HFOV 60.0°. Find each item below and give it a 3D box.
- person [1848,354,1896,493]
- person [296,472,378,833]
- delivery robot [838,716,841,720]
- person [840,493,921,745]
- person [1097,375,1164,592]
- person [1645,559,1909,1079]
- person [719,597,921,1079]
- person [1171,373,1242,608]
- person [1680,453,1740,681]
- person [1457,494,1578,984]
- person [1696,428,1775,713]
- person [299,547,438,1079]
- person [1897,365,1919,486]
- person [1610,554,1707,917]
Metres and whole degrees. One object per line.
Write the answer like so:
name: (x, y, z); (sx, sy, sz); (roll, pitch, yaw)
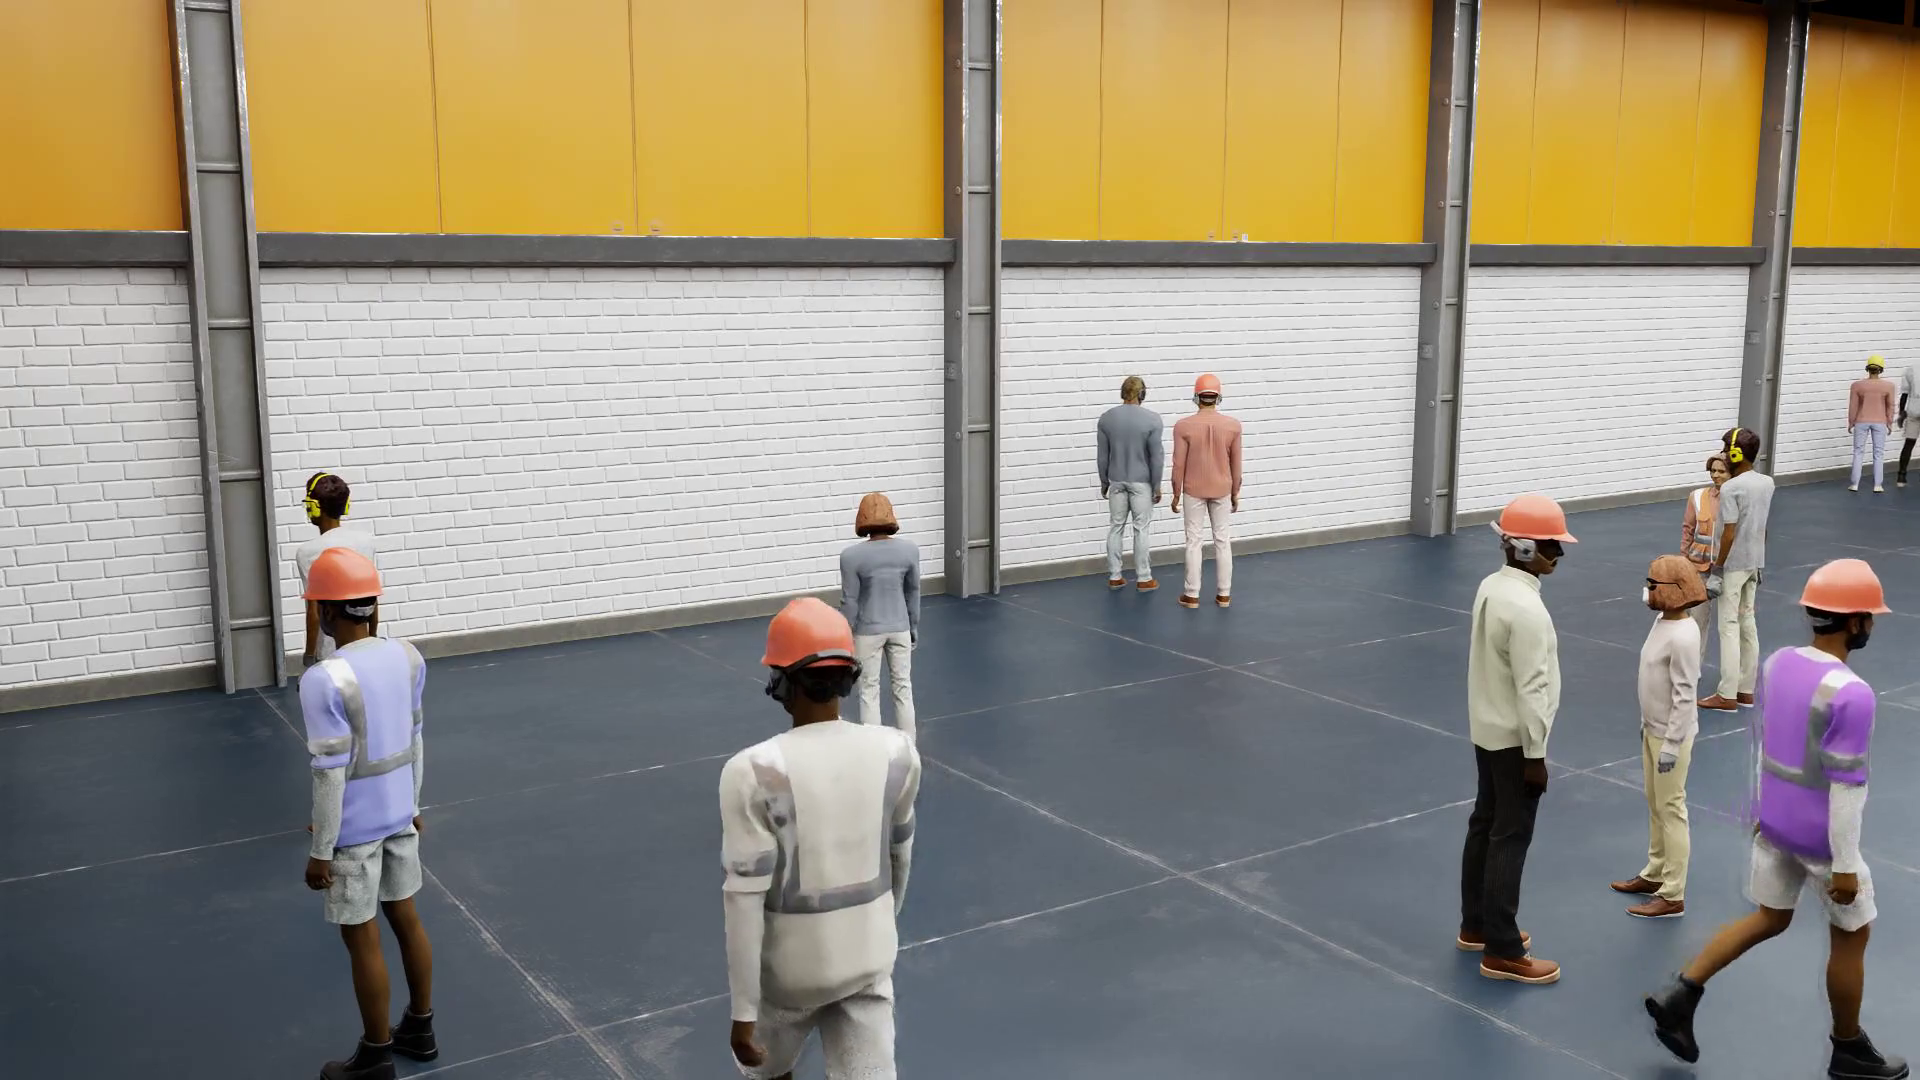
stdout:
person: (11.650, -1.485, 21.281); (0.522, 1.769, 0.311); (5, 11, 27)
person: (-3.174, 0.590, 8.501); (0.310, 1.859, 0.534); (4, 10, 23)
delivery robot: (-0.668, 1.161, 8.697); (0.477, 0.478, 0.707); (5, 11, 30)
person: (-0.457, 0.540, 9.475); (0.498, 1.633, 0.278); (-5, 11, -26)
person: (1.519, -0.500, 14.850); (0.628, 1.932, 0.375); (5, 11, 29)
person: (2.959, 1.003, 5.879); (0.880, 1.911, 0.554); (-1, 10, -8)
person: (-0.435, 1.144, 4.718); (0.627, 1.995, 0.990); (-5, 11, -28)
person: (2.087, -0.414, 14.141); (0.614, 1.994, 0.394); (-1, 9, -6)
person: (5.207, 0.213, 11.428); (0.306, 1.639, 0.523); (-9, 13, -42)
person: (2.279, 0.799, 6.832); (0.381, 1.991, 0.624); (0, 9, 0)
person: (5.063, 0.195, 10.868); (0.508, 1.865, 0.329); (-6, 11, -34)
person: (-2.127, 0.984, 5.894); (0.373, 1.935, 0.552); (3, 10, 20)
person: (12.722, -1.663, 21.878); (0.817, 1.916, 0.671); (-9, 13, -43)
person: (3.154, 0.874, 7.470); (0.279, 1.633, 0.501); (2, 10, 10)
